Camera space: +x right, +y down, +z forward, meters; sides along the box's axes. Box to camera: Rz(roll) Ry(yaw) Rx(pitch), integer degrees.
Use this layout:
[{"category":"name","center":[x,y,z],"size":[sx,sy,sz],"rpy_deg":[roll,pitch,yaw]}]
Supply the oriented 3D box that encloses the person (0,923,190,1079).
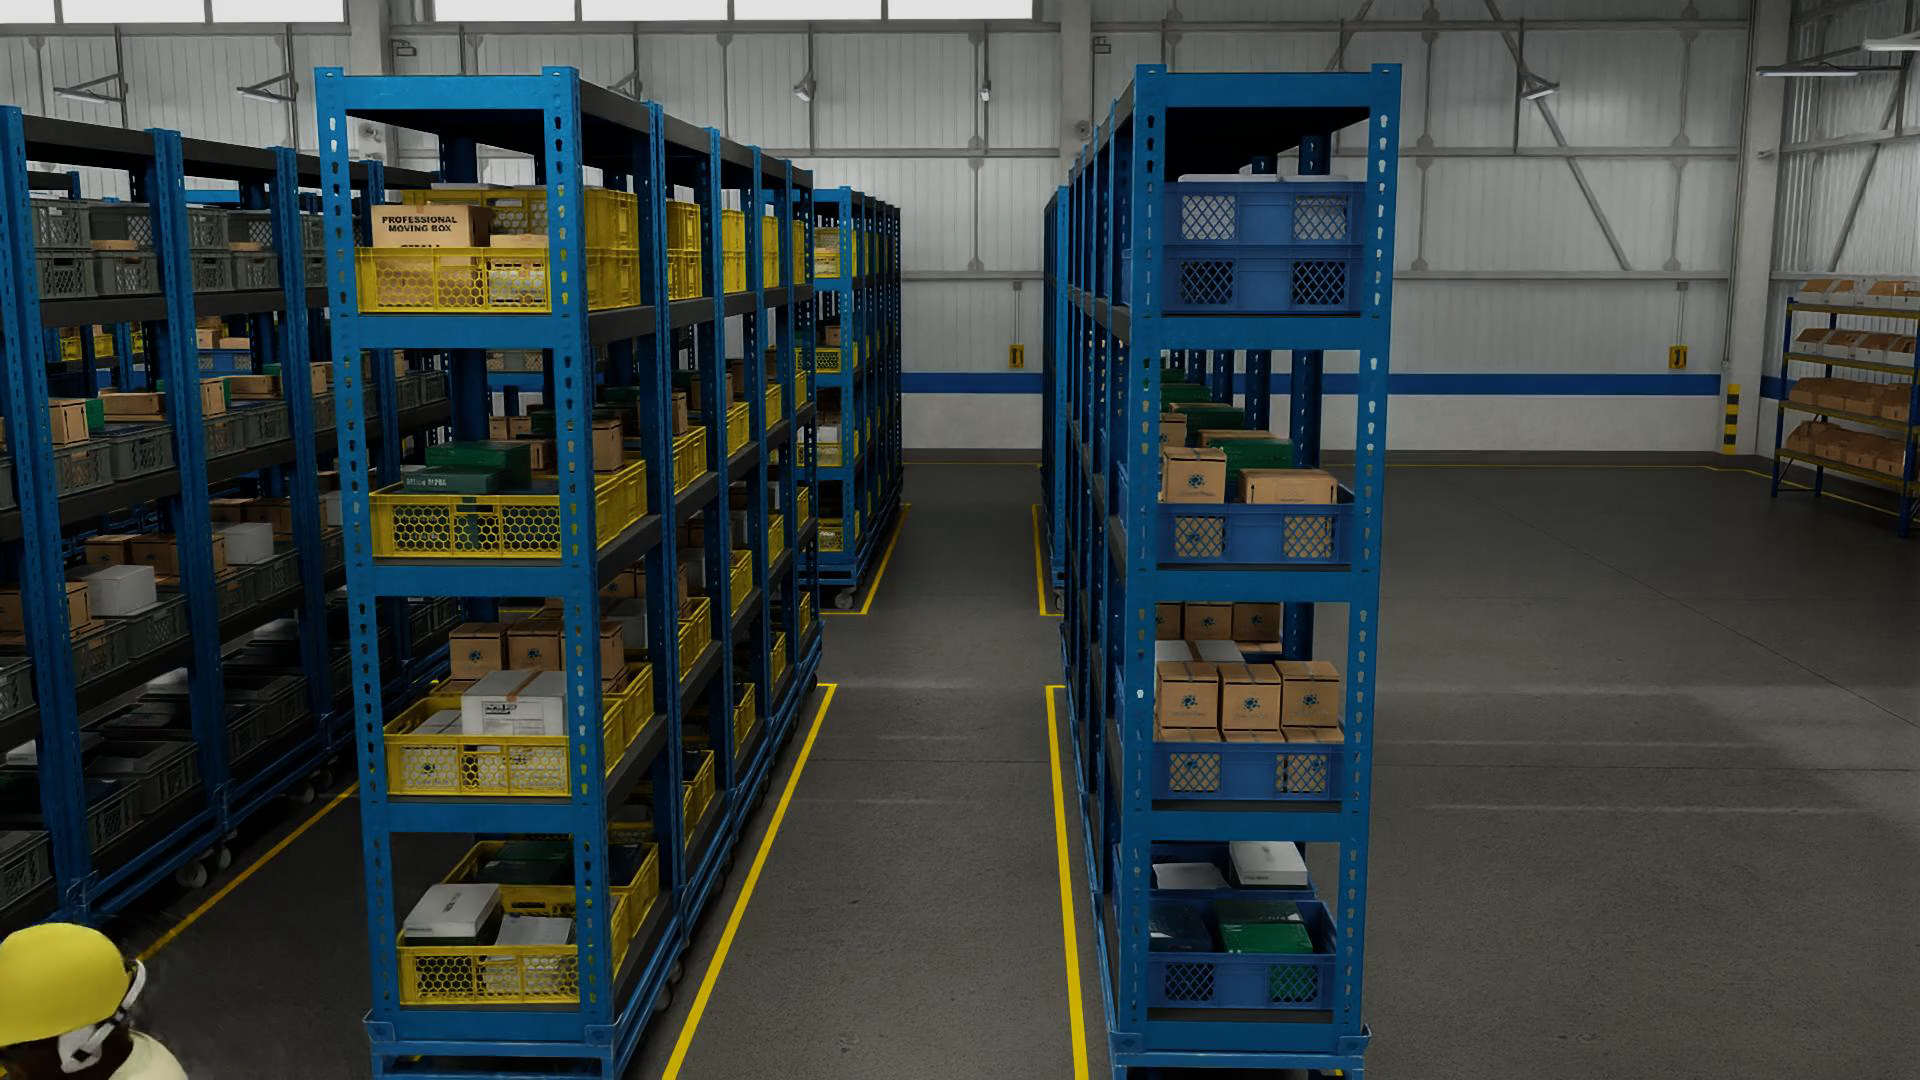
[{"category":"person","center":[-1.674,1.596,3.221],"size":[0.675,1.805,0.612],"rpy_deg":[-5,11,-28]}]
